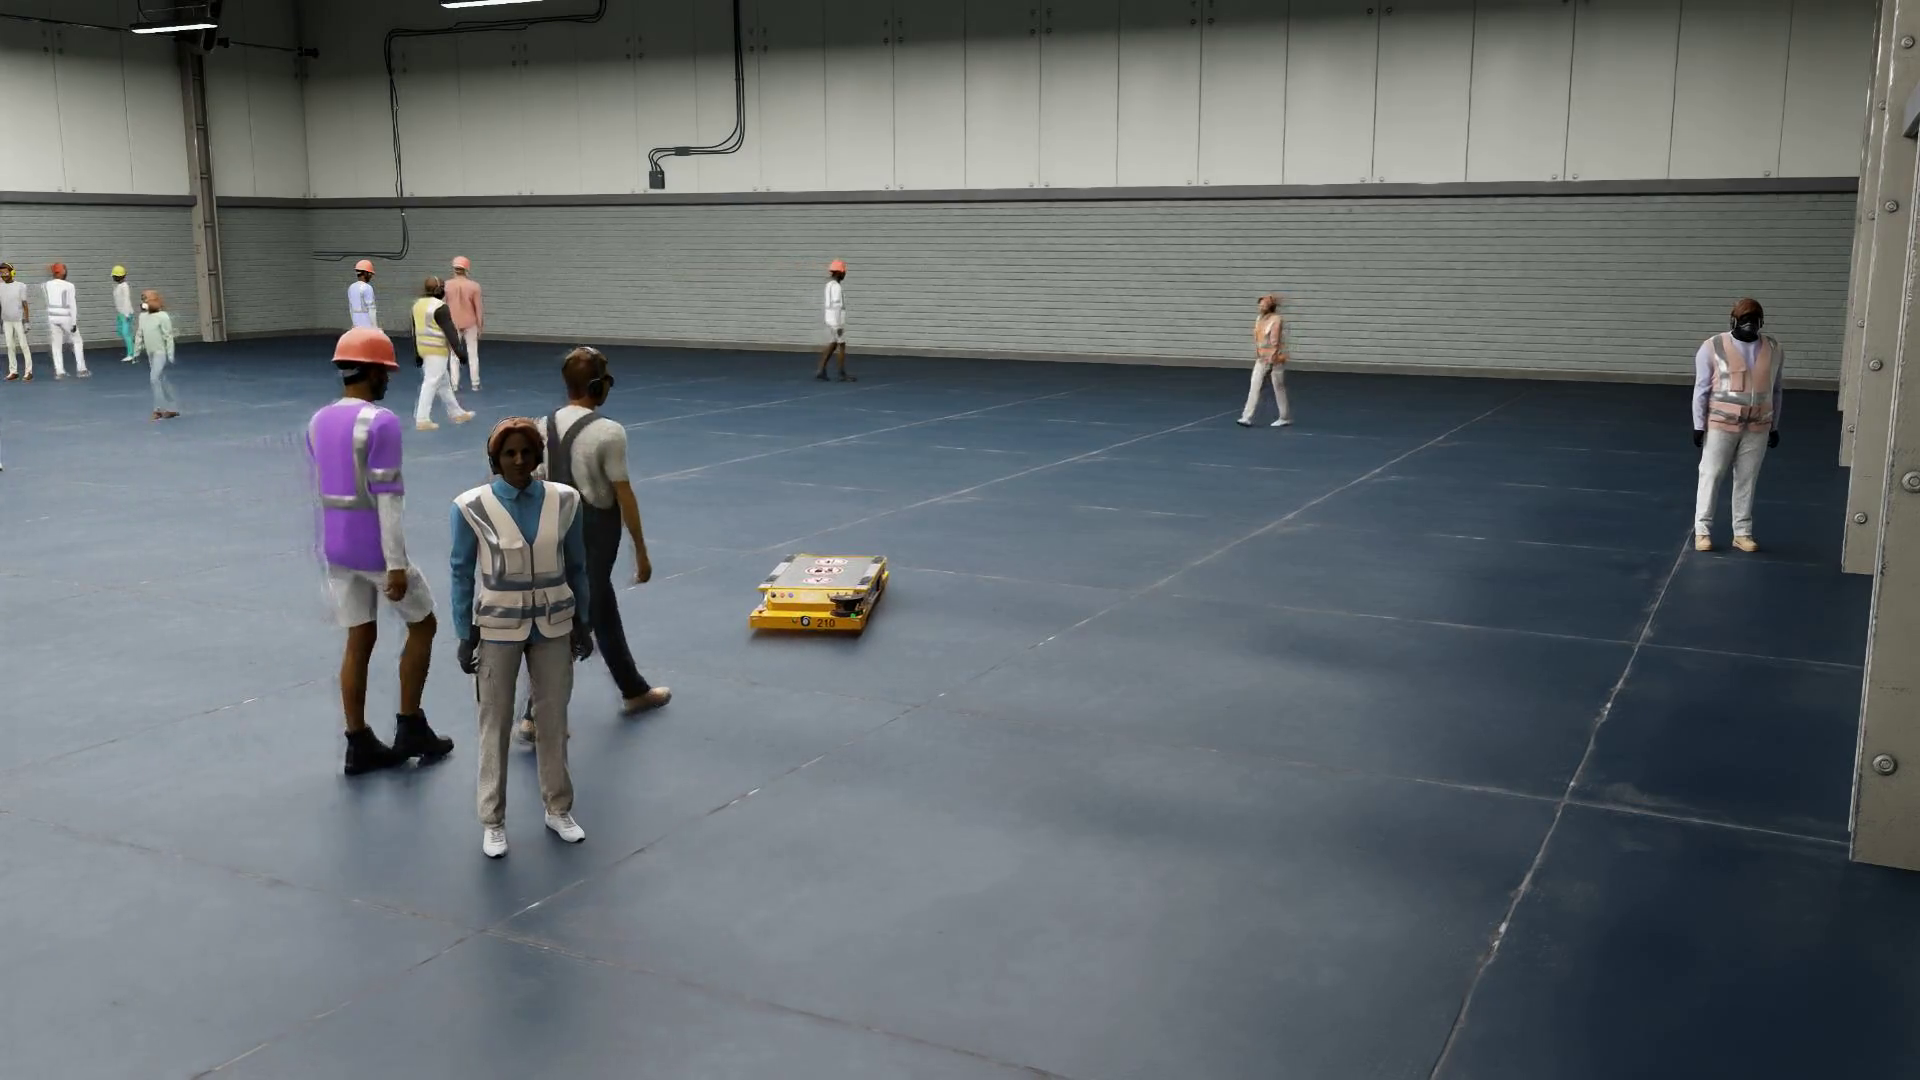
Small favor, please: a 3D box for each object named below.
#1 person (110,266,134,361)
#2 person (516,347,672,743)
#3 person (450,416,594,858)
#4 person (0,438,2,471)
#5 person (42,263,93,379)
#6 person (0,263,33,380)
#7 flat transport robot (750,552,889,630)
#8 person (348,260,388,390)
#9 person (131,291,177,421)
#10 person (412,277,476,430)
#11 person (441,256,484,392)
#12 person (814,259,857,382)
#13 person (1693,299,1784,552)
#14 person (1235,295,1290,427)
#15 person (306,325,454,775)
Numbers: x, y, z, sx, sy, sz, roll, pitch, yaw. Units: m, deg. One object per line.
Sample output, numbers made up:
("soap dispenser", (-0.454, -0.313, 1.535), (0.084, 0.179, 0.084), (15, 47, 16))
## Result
("person", (-15.309, -4.145, 30.476), (0.456, 1.735, 0.601), (-10, 15, -44))
("person", (-1.711, 0.016, 7.640), (0.531, 1.799, 0.980), (7, 13, 35))
("person", (-1.629, 0.353, 6.215), (0.525, 1.639, 0.307), (-6, 12, -31))
("person", (-9.492, -1.509, 16.014), (0.306, 1.772, 0.525), (-2, 11, -9))
("person", (-14.400, -3.531, 26.822), (0.566, 1.854, 0.774), (1, 10, 6))
("person", (-15.045, -3.462, 26.427), (0.506, 1.861, 0.311), (0, 10, -2))
("flat transport robot", (-0.839, 0.297, 10.256), (0.652, 0.197, 1.431), (1, 10, 4))
("person", (-8.781, -3.165, 24.610), (0.542, 1.930, 0.367), (8, 13, 36))
("person", (-10.067, -2.284, 20.692), (0.512, 1.610, 0.676), (6, 12, 29))
("person", (-6.163, -2.230, 19.873), (0.937, 1.796, 0.641), (-10, 14, -44))
("person", (-7.336, -3.184, 24.536), (0.618, 1.996, 0.387), (-1, 10, -8))
("person", (-1.958, -3.429, 26.124), (0.532, 1.958, 0.549), (-3, 11, -16))
("person", (5.654, -0.826, 12.094), (0.634, 1.841, 0.429), (1, 10, 3))
("person", (3.648, -2.125, 19.838), (0.810, 1.587, 0.530), (-5, 12, -27))
("person", (-2.509, 0.038, 7.193), (0.570, 1.906, 0.635), (6, 12, 30))
